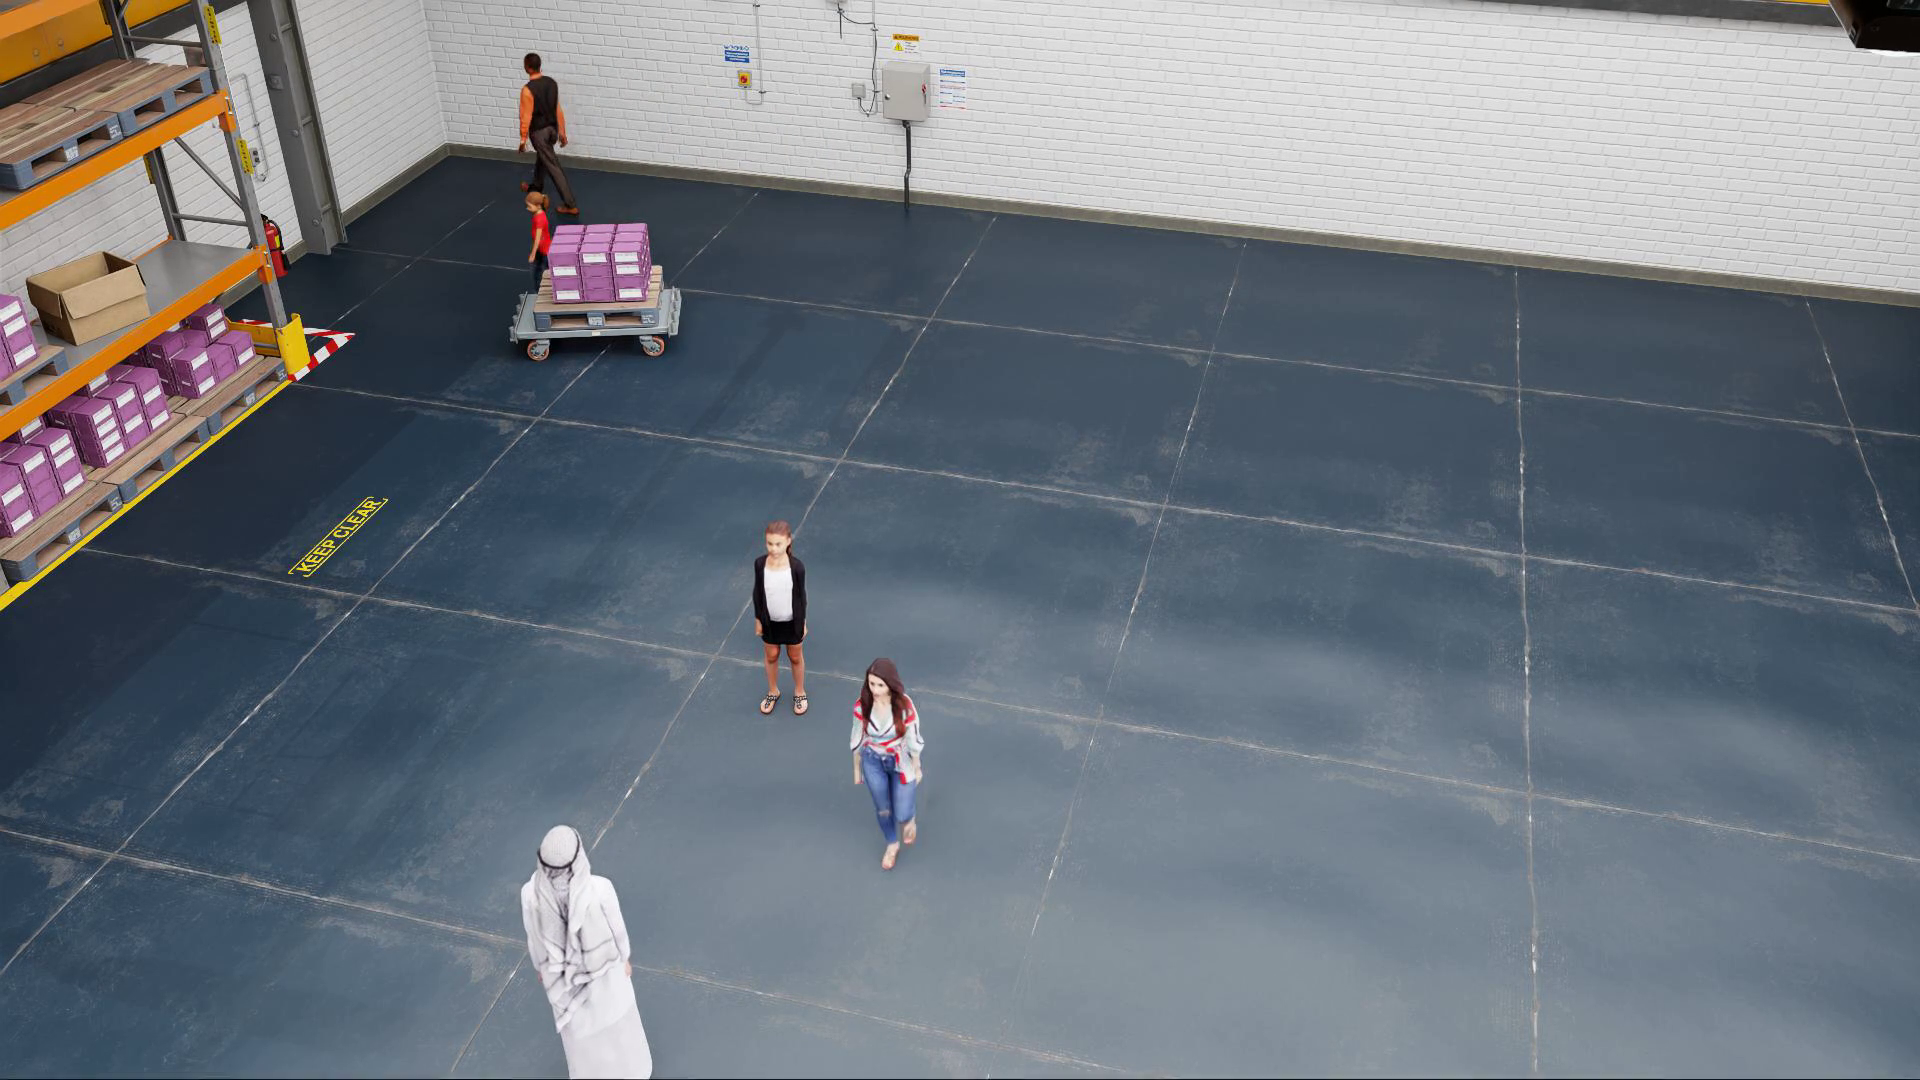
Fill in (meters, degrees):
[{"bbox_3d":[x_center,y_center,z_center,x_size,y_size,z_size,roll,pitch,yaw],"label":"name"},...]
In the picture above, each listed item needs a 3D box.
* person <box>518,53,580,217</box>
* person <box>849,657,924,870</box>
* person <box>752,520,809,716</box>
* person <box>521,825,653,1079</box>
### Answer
[{"bbox_3d":[-4.737,-4.648,19.269,0.995,1.865,1.207,18,38,25],"label":"person"},{"bbox_3d":[-0.420,1.357,10.473,0.605,1.600,0.631,7,34,11],"label":"person"},{"bbox_3d":[-1.260,0.535,11.750,0.579,1.556,0.606,2,34,2],"label":"person"},{"bbox_3d":[-1.995,2.260,8.820,0.779,1.926,0.760,-2,34,-3],"label":"person"}]
